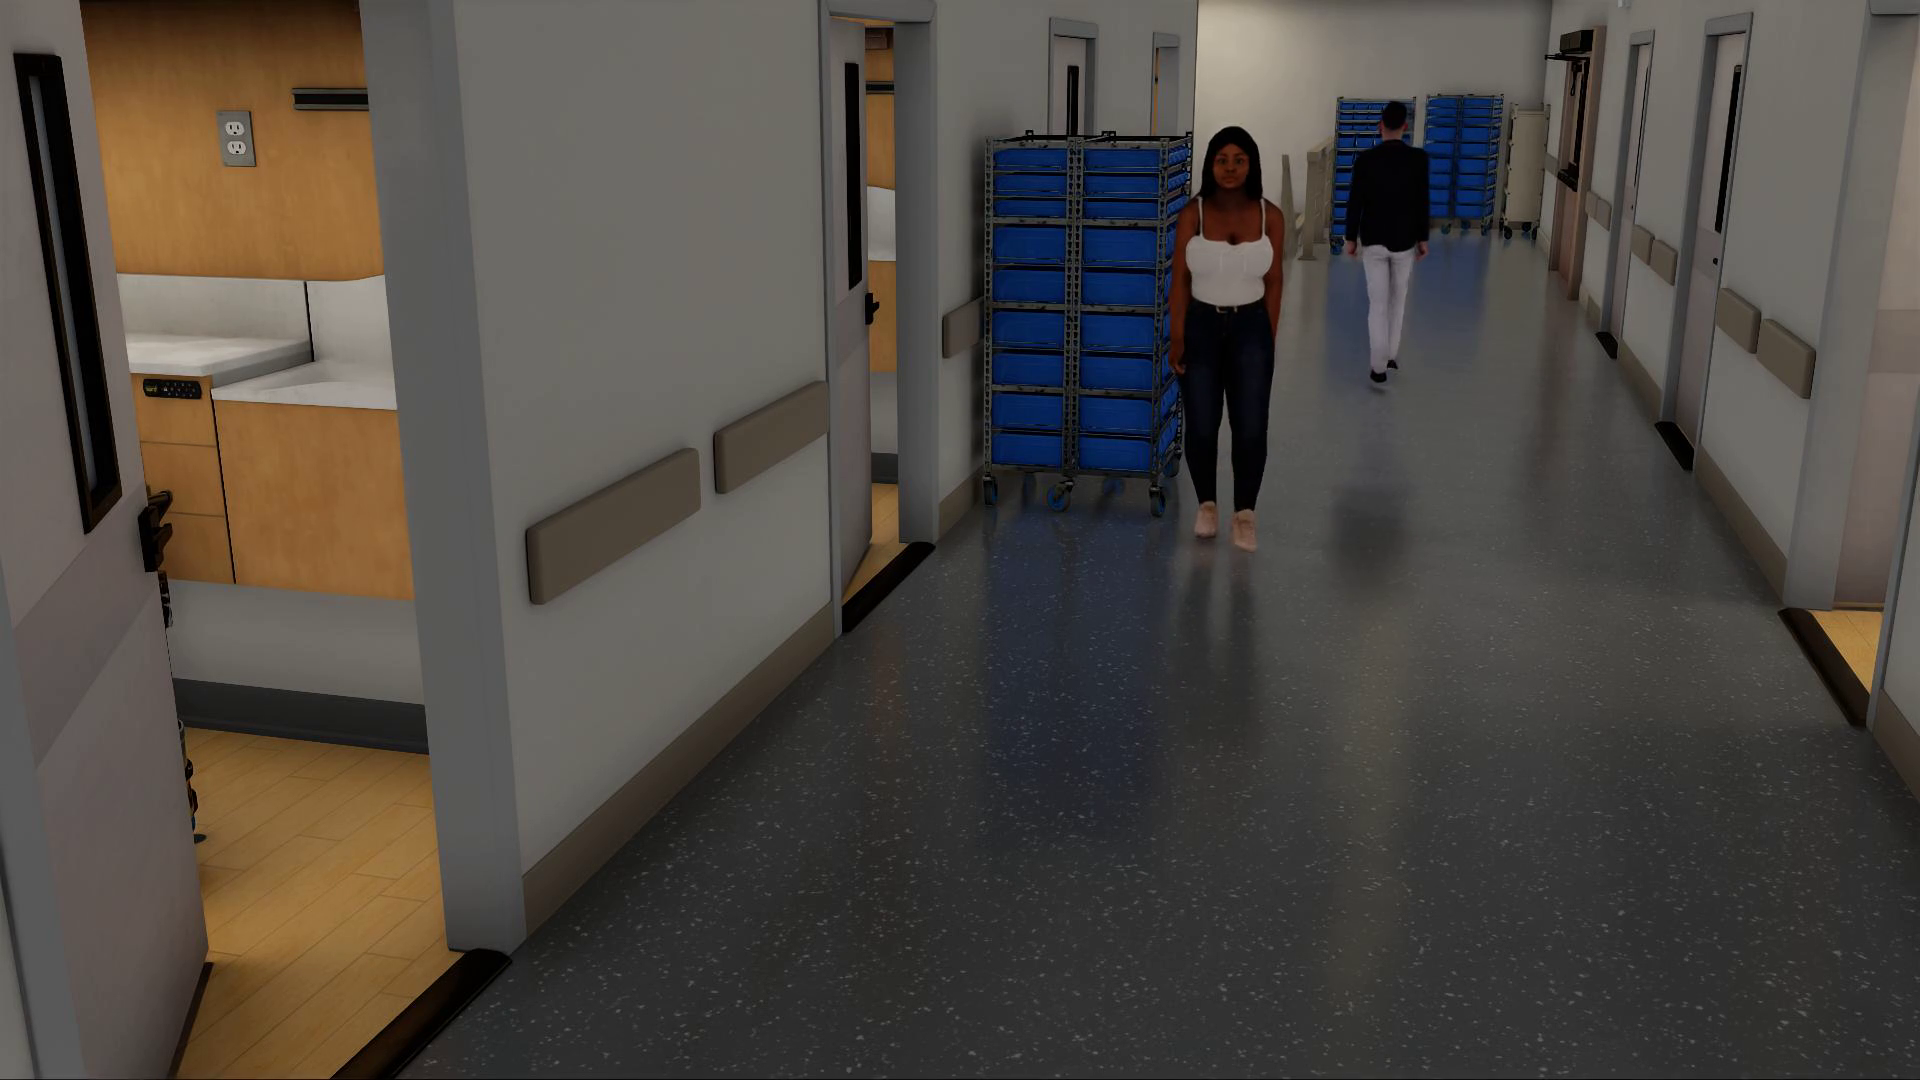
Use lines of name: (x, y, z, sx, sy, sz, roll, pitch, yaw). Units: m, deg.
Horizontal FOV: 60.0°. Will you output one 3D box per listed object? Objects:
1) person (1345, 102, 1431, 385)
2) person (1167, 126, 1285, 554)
person: (2.825, -1.939, 10.968, 0.721, 1.832, 0.706, 2, 16, 8)
person: (1.143, -0.872, 7.258, 0.665, 1.791, 0.802, 3, 16, 11)
